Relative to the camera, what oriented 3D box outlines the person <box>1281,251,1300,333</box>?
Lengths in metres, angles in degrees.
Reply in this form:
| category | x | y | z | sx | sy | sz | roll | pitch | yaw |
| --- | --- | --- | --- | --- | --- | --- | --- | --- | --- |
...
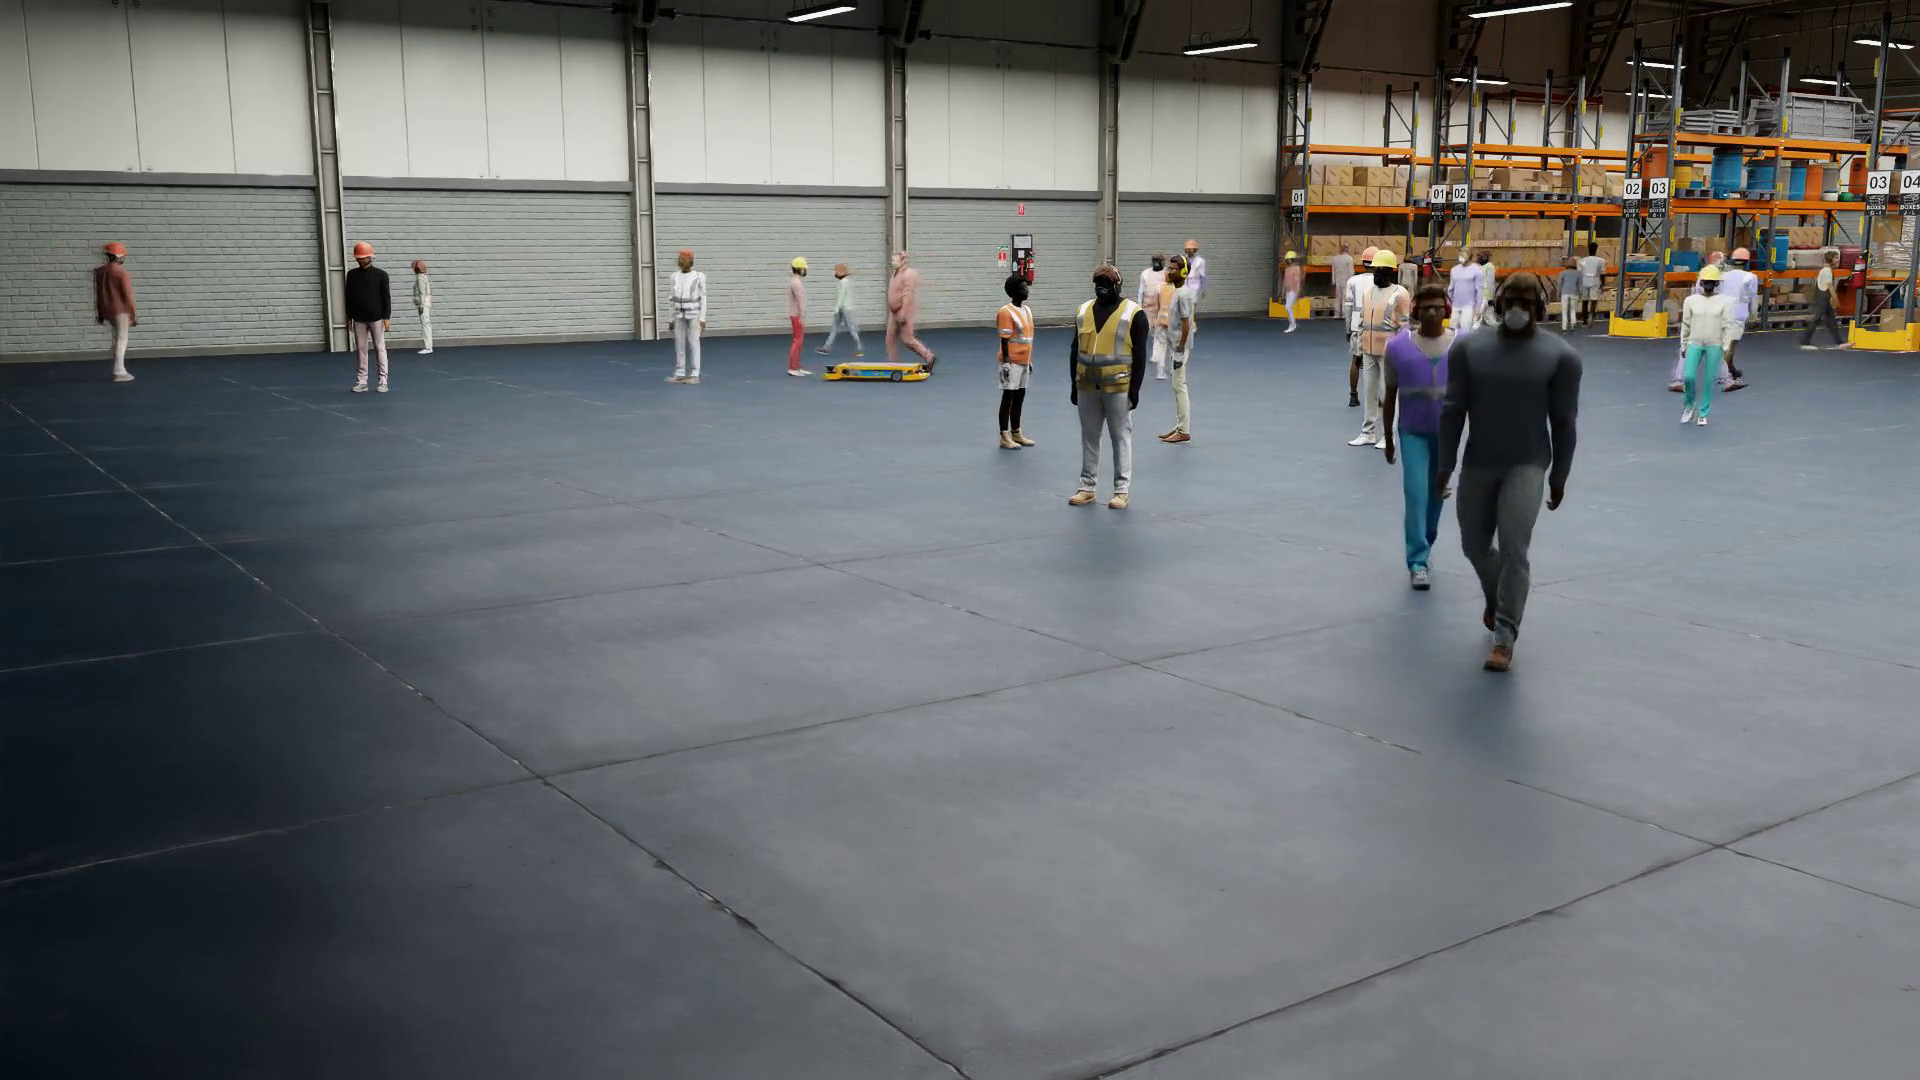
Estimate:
| category | x | y | z | sx | sy | sz | roll | pitch | yaw |
| --- | --- | --- | --- | --- | --- | --- | --- | --- | --- |
| person | 7.088 | -5.321 | 35.720 | 0.396 | 1.749 | 0.544 | -4 | 11 | -19 |

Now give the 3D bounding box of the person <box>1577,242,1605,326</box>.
| category | x | y | z | sx | sy | sz | roll | pitch | yaw |
| --- | --- | --- | --- | --- | --- | --- | --- | --- | --- |
| person | 14.430 | -5.844 | 38.075 | 0.608 | 1.946 | 0.755 | 5 | 11 | 23 |

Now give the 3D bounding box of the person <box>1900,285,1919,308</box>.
| category | x | y | z | sx | sy | sz | roll | pitch | yaw |
| --- | --- | --- | --- | --- | --- | --- | --- | --- | --- |
| person | 19.211 | -4.984 | 33.404 | 0.624 | 1.931 | 0.371 | 5 | 11 | 23 |

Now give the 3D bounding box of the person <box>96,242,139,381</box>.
| category | x | y | z | sx | sy | sz | roll | pitch | yaw |
| --- | --- | --- | --- | --- | --- | --- | --- | --- | --- |
| person | -12.024 | -3.267 | 23.837 | 0.662 | 1.970 | 0.572 | 5 | 11 | 25 |

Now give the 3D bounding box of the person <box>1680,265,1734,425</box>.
| category | x | y | z | sx | sy | sz | roll | pitch | yaw |
| --- | --- | --- | --- | --- | --- | --- | --- | --- | --- |
| person | 8.121 | -2.111 | 18.138 | 0.526 | 1.751 | 0.433 | 6 | 12 | 29 |

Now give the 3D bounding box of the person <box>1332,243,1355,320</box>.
| category | x | y | z | sx | sy | sz | roll | pitch | yaw |
| --- | --- | --- | --- | --- | --- | --- | --- | --- | --- |
| person | 9.505 | -6.383 | 41.121 | 0.403 | 1.906 | 0.650 | -7 | 12 | -34 |

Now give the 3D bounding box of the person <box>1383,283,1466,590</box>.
| category | x | y | z | sx | sy | sz | roll | pitch | yaw |
| --- | --- | --- | --- | --- | --- | --- | --- | --- | --- |
| person | 2.822 | -0.650 | 10.033 | 0.565 | 1.799 | 1.002 | 1 | 10 | 6 |

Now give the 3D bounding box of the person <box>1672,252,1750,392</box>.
| category | x | y | z | sx | sy | sz | roll | pitch | yaw |
| --- | --- | --- | --- | --- | --- | --- | --- | --- | --- |
| person | 9.945 | -2.854 | 21.916 | 0.993 | 1.842 | 0.697 | 6 | 12 | 29 |

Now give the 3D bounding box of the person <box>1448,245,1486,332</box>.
| category | x | y | z | sx | sy | sz | roll | pitch | yaw |
| --- | --- | --- | --- | --- | --- | --- | --- | --- | --- |
| person | 7.814 | -3.591 | 25.748 | 0.428 | 1.938 | 0.649 | -7 | 13 | -36 |

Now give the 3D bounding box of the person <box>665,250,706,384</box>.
| category | x | y | z | sx | sy | sz | roll | pitch | yaw |
| --- | --- | --- | --- | --- | --- | --- | --- | --- | --- |
| person | -3.856 | -3.116 | 23.353 | 0.658 | 1.870 | 0.340 | 5 | 11 | 23 |

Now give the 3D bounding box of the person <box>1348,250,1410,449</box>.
| category | x | y | z | sx | sy | sz | roll | pitch | yaw |
| --- | --- | --- | --- | --- | --- | --- | --- | --- | --- |
| person | 4.100 | -1.855 | 16.231 | 0.358 | 1.930 | 0.588 | -7 | 13 | -35 |

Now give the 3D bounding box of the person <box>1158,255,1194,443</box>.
| category | x | y | z | sx | sy | sz | roll | pitch | yaw |
| --- | --- | --- | --- | --- | --- | --- | --- | --- | --- |
| person | 2.178 | -1.912 | 16.690 | 0.317 | 1.876 | 0.531 | 1 | 10 | 4 |

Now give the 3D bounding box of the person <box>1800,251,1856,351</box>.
| category | x | y | z | sx | sy | sz | roll | pitch | yaw |
| --- | --- | --- | --- | --- | --- | --- | --- | --- | --- |
| person | 15.703 | -4.298 | 29.972 | 0.951 | 1.796 | 0.510 | 6 | 12 | 28 |

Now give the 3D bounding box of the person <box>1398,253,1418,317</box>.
| category | x | y | z | sx | sy | sz | roll | pitch | yaw |
| --- | --- | --- | --- | --- | --- | --- | --- | --- | --- |
| person | 11.491 | -6.536 | 42.704 | 0.498 | 1.633 | 0.282 | 5 | 12 | 26 |

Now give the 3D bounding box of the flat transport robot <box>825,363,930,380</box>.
| category | x | y | z | sx | sy | sz | roll | pitch | yaw |
| --- | --- | --- | --- | --- | --- | --- | --- | --- | --- |
| flat transport robot | -1.181 | -2.435 | 23.962 | 1.431 | 0.197 | 0.652 | 1 | 10 | 7 |

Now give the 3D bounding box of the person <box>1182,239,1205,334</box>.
| category | x | y | z | sx | sy | sz | roll | pitch | yaw |
| --- | --- | --- | --- | --- | --- | --- | --- | --- | --- |
| person | 4.846 | -5.295 | 34.867 | 0.612 | 2.013 | 0.980 | 6 | 12 | 28 |

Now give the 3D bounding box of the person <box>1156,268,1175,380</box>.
| category | x | y | z | sx | sy | sz | roll | pitch | yaw |
| --- | --- | --- | --- | --- | --- | --- | --- | --- | --- |
| person | 3.045 | -3.112 | 23.980 | 0.524 | 1.622 | 0.523 | 8 | 13 | 37 |

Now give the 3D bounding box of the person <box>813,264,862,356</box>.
| category | x | y | z | sx | sy | sz | roll | pitch | yaw |
| --- | --- | --- | --- | --- | --- | --- | --- | --- | --- |
| person | -2.091 | -3.965 | 28.735 | 0.859 | 1.587 | 0.507 | -3 | 11 | -15 |

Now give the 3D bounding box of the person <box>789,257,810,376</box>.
| category | x | y | z | sx | sy | sz | roll | pitch | yaw |
| --- | --- | --- | --- | --- | --- | --- | --- | --- | --- |
| person | -2.380 | -3.321 | 24.723 | 0.321 | 1.767 | 0.534 | -2 | 10 | -9 |

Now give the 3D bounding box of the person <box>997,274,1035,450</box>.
| category | x | y | z | sx | sy | sz | roll | pitch | yaw |
| --- | --- | --- | --- | --- | --- | --- | --- | --- | --- |
| person | 0.551 | -1.738 | 16.221 | 0.315 | 1.699 | 0.540 | 6 | 12 | 29 |

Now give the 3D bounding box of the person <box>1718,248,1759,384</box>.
| category | x | y | z | sx | sy | sz | roll | pitch | yaw |
| --- | --- | --- | --- | --- | --- | --- | --- | --- | --- |
| person | 10.978 | -3.154 | 23.454 | 0.951 | 1.892 | 0.552 | -8 | 13 | -37 |

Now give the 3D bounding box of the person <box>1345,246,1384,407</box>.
| category | x | y | z | sx | sy | sz | roll | pitch | yaw |
| --- | --- | --- | --- | --- | --- | --- | --- | --- | --- |
| person | 4.941 | -2.571 | 20.137 | 0.552 | 1.937 | 0.356 | 6 | 12 | 30 |

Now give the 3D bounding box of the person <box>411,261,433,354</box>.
| category | x | y | z | sx | sy | sz | roll | pitch | yaw |
| --- | --- | --- | --- | --- | --- | --- | --- | --- | --- |
| person | -9.485 | -4.102 | 29.349 | 0.312 | 1.637 | 0.523 | -3 | 11 | -14 |

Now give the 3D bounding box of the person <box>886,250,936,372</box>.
| category | x | y | z | sx | sy | sz | roll | pitch | yaw |
| --- | --- | --- | --- | --- | --- | --- | --- | --- | --- |
| person | -0.801 | -3.354 | 24.620 | 0.786 | 1.871 | 0.636 | -6 | 12 | -29 |

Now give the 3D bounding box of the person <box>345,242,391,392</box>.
| category | x | y | z | sx | sy | sz | roll | pitch | yaw |
| --- | --- | --- | --- | --- | --- | --- | --- | --- | --- |
| person | -7.858 | -2.948 | 22.066 | 0.608 | 1.987 | 0.388 | 1 | 10 | 5 |

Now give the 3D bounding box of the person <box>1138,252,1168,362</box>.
| category | x | y | z | sx | sy | sz | roll | pitch | yaw |
| --- | --- | --- | --- | --- | --- | --- | --- | --- | --- |
| person | 3.289 | -3.877 | 27.662 | 0.633 | 1.812 | 0.881 | 5 | 11 | 23 |

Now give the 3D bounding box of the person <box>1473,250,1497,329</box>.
| category | x | y | z | sx | sy | sz | roll | pitch | yaw |
| --- | --- | --- | --- | --- | --- | --- | --- | --- | --- |
| person | 10.250 | -4.741 | 32.384 | 0.852 | 1.819 | 0.639 | 0 | 10 | -1 |

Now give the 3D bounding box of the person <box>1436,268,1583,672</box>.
| category | x | y | z | sx | sy | sz | roll | pitch | yaw |
| --- | --- | --- | --- | --- | --- | --- | --- | --- | --- |
| person | 2.682 | -0.365 | 8.122 | 0.637 | 1.914 | 0.807 | 6 | 12 | 30 |

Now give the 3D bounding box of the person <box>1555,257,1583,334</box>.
| category | x | y | z | sx | sy | sz | roll | pitch | yaw |
| --- | --- | --- | --- | --- | --- | --- | --- | --- | --- |
| person | 12.984 | -5.205 | 35.446 | 0.533 | 1.613 | 0.397 | 1 | 10 | 7 |

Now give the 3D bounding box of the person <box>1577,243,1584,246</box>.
| category | x | y | z | sx | sy | sz | roll | pitch | yaw |
| --- | --- | --- | --- | --- | --- | --- | --- | --- | --- |
| person | 15.955 | -6.700 | 42.921 | 0.361 | 1.882 | 0.575 | -7 | 12 | -32 |

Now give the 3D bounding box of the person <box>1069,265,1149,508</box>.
| category | x | y | z | sx | sy | sz | roll | pitch | yaw |
| --- | --- | --- | --- | --- | --- | --- | --- | --- | --- |
| person | 1.109 | -1.165 | 12.695 | 0.626 | 1.844 | 0.429 | 6 | 12 | 30 |
